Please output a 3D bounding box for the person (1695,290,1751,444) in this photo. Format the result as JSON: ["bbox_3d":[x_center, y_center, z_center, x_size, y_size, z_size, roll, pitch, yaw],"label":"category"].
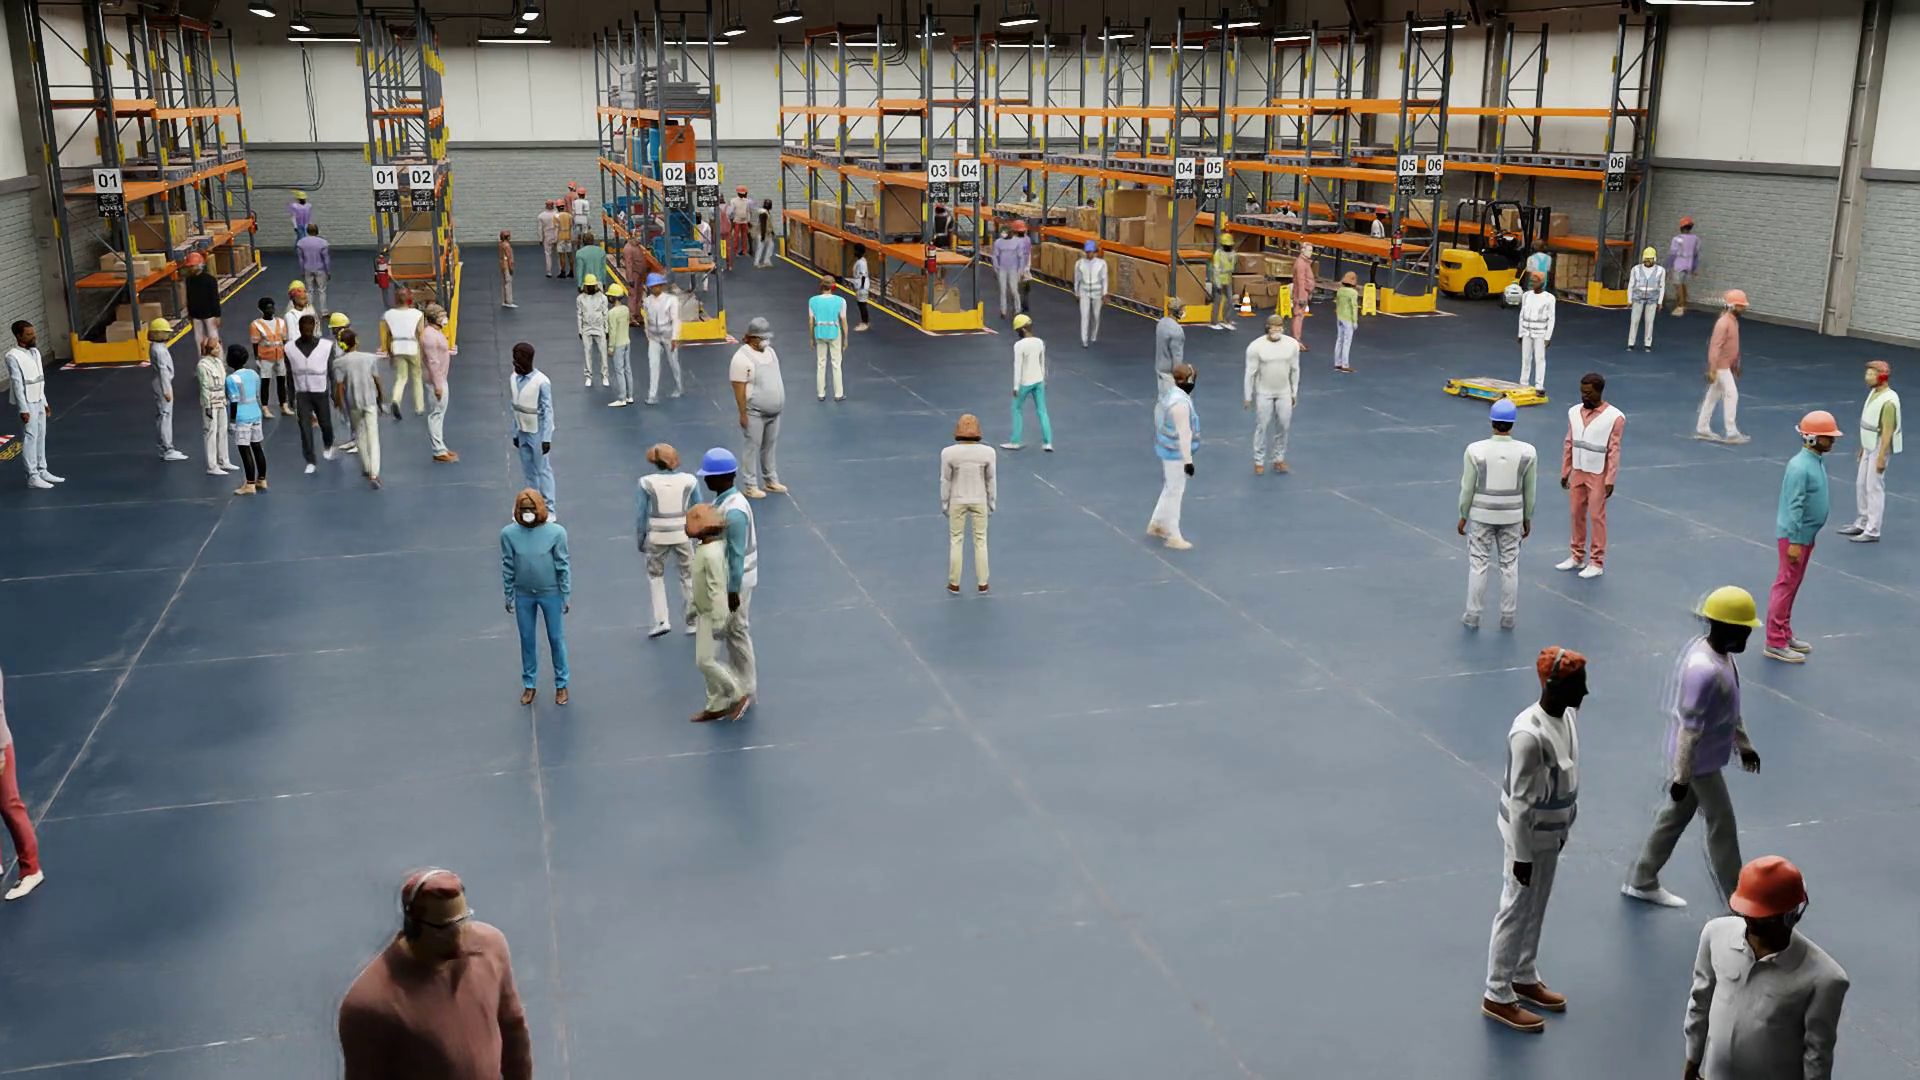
[{"bbox_3d":[9.980,-2.222,21.428,0.836,1.964,0.654,10,18,34],"label":"person"}]

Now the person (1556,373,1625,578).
[{"bbox_3d":[5.882,-0.618,15.526,0.405,1.906,0.604,-8,17,-29],"label":"person"}]

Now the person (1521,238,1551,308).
[{"bbox_3d":[10.793,-4.726,31.131,0.538,1.832,0.467,-4,15,-14],"label":"person"}]

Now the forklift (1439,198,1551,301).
[{"bbox_3d":[11.913,-6.508,37.130,2.313,2.155,1.214,-4,15,-15],"label":"forklift"}]

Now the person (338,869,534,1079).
[{"bbox_3d":[-1.758,1.996,5.721,0.437,1.890,0.664,8,17,28],"label":"person"}]

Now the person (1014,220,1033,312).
[{"bbox_3d":[1.276,-5.677,34.539,0.543,1.913,0.522,-7,16,-25],"label":"person"}]

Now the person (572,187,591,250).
[{"bbox_3d":[-10.597,-8.915,46.682,0.547,1.938,0.379,6,16,22],"label":"person"}]

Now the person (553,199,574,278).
[{"bbox_3d":[-9.843,-7.461,41.231,0.372,1.928,0.543,14,20,42],"label":"person"}]

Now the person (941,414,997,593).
[{"bbox_3d":[0.078,-0.322,14.943,0.502,1.627,0.273,-1,15,-4],"label":"person"}]

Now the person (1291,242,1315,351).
[{"bbox_3d":[6.058,-4.299,29.382,0.401,1.904,0.640,3,15,11],"label":"person"}]

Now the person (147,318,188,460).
[{"bbox_3d":[-9.806,-1.863,20.524,0.314,1.740,0.487,-10,18,-32],"label":"person"}]

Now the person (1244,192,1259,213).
[{"bbox_3d":[8.325,-9.076,47.661,0.487,1.744,0.294,13,20,41],"label":"person"}]

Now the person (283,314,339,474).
[{"bbox_3d":[-7.774,-1.792,19.994,0.600,1.886,0.819,-3,15,-12],"label":"person"}]

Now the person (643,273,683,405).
[{"bbox_3d":[-4.364,-2.972,24.405,0.610,1.894,0.987,3,15,13],"label":"person"}]

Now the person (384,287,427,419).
[{"bbox_3d":[-7.685,-2.581,23.068,0.568,1.826,0.729,1,15,4],"label":"person"}]

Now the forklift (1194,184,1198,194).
[{"bbox_3d":[7.392,-11.333,53.972,1.873,2.768,1.129,-4,15,-15],"label":"forklift"}]

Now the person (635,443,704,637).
[{"bbox_3d":[-2.342,0.010,13.701,0.644,1.628,0.373,-4,15,-14],"label":"person"}]

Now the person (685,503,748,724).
[{"bbox_3d":[-1.760,0.538,11.759,0.392,1.603,0.542,-5,16,-19],"label":"person"}]

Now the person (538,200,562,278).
[{"bbox_3d":[-10.154,-7.494,41.393,0.639,1.910,0.407,-5,16,-17],"label":"person"}]

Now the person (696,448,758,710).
[{"bbox_3d":[-1.682,0.276,12.106,0.420,1.934,0.614,-5,16,-17],"label":"person"}]

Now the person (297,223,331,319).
[{"bbox_3d":[-12.985,-5.403,33.495,0.623,1.932,0.366,-1,15,-3],"label":"person"}]

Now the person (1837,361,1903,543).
[{"bbox_3d":[9.182,-0.881,16.660,0.427,1.830,0.578,4,15,16],"label":"person"}]

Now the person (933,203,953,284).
[{"bbox_3d":[-0.477,-6.993,39.288,0.633,2.016,0.685,-2,15,-9],"label":"person"}]

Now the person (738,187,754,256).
[{"bbox_3d":[-6.102,-9.027,47.103,0.553,1.935,0.361,11,18,35],"label":"person"}]

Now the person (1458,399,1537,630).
[{"bbox_3d":[4.473,-0.207,13.894,0.615,1.945,0.406,2,15,7],"label":"person"}]

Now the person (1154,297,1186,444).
[{"bbox_3d":[2.680,-2.124,21.157,0.384,1.928,0.635,-4,15,-15],"label":"person"}]

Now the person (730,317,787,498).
[{"bbox_3d":[-2.211,-1.490,18.544,0.535,2.000,0.684,9,17,31],"label":"person"}]

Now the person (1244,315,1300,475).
[{"bbox_3d":[3.662,-1.722,19.654,0.659,1.915,0.470,-1,15,-4],"label":"person"}]

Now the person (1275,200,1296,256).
[{"bbox_3d":[8.559,-8.078,43.885,0.572,1.749,0.340,12,19,38],"label":"person"}]

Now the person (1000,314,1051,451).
[{"bbox_3d":[0.845,-1.972,20.959,0.576,1.740,0.582,14,20,42],"label":"person"}]

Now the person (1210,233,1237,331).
[{"bbox_3d":[5.046,-4.926,31.802,0.615,1.862,0.756,-11,18,-35],"label":"person"}]

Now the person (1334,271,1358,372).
[{"bbox_3d":[6.304,-3.560,27.133,0.287,1.629,0.501,-6,16,-22],"label":"person"}]

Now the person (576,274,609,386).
[{"bbox_3d":[-5.671,-3.245,25.732,0.484,1.736,0.322,-2,15,-7],"label":"person"}]

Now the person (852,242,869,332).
[{"bbox_3d":[-1.895,-4.830,31.774,0.317,1.695,0.539,-3,15,-11],"label":"person"}]

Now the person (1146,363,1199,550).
[{"bbox_3d":[2.126,-0.824,16.480,0.480,1.828,0.799,1,15,4],"label":"person"}]

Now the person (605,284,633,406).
[{"bbox_3d":[-4.941,-2.817,24.058,0.306,1.772,0.525,4,15,15],"label":"person"}]
